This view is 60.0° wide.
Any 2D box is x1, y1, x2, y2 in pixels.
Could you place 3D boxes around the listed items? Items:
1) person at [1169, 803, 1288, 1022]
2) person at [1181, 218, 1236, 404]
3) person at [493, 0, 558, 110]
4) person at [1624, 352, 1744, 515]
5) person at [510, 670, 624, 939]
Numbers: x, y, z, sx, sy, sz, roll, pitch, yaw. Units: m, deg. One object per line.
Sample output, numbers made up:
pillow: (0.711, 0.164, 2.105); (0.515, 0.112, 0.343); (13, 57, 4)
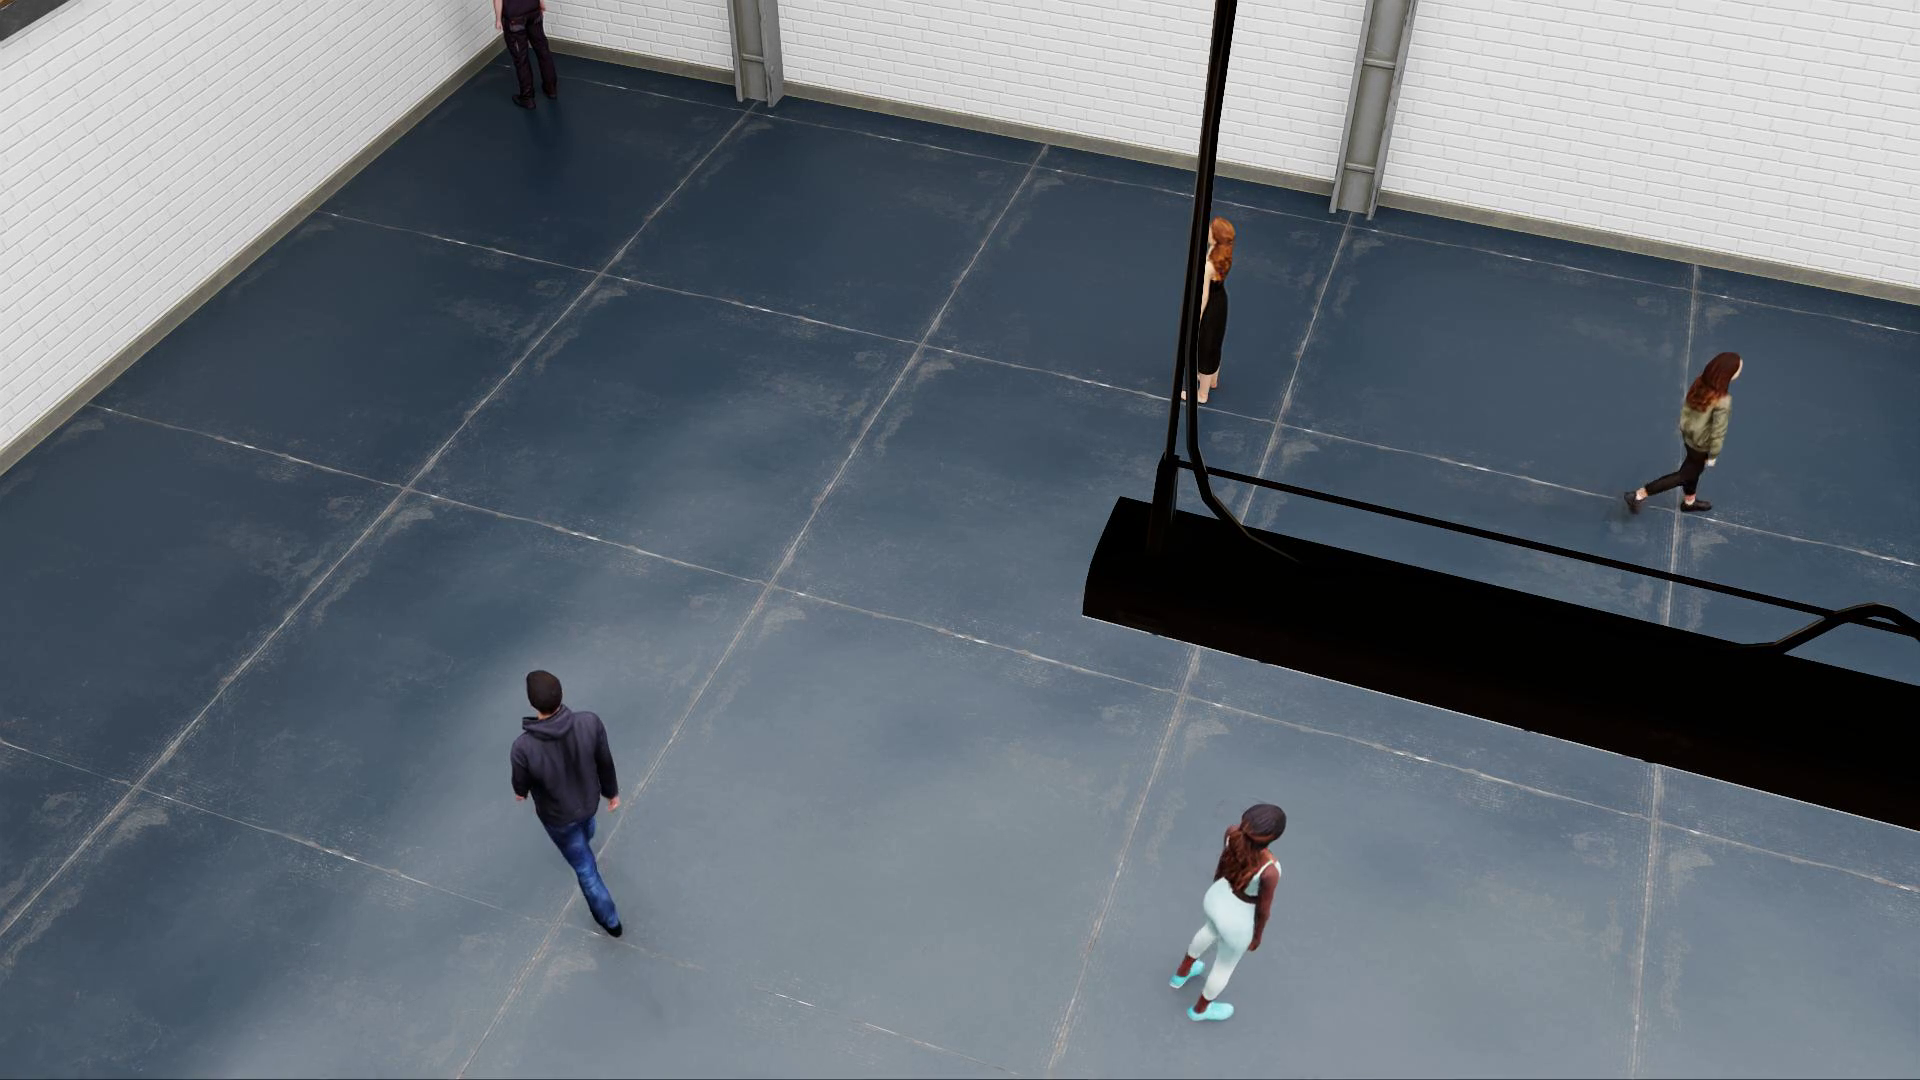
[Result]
person: (1.419, 1.974, 8.792); (0.809, 1.708, 0.746); (-21, 47, -21)
person: (1.920, -1.765, 12.778); (0.621, 1.624, 0.612); (23, 48, 22)
person: (-4.255, -5.107, 16.126); (0.808, 1.846, 0.765); (-34, 53, -31)
person: (5.175, -0.717, 11.801); (1.033, 1.454, 0.810); (-1, 44, -1)
person: (-2.117, 1.526, 9.174); (1.085, 1.830, 1.260); (-27, 50, -26)
